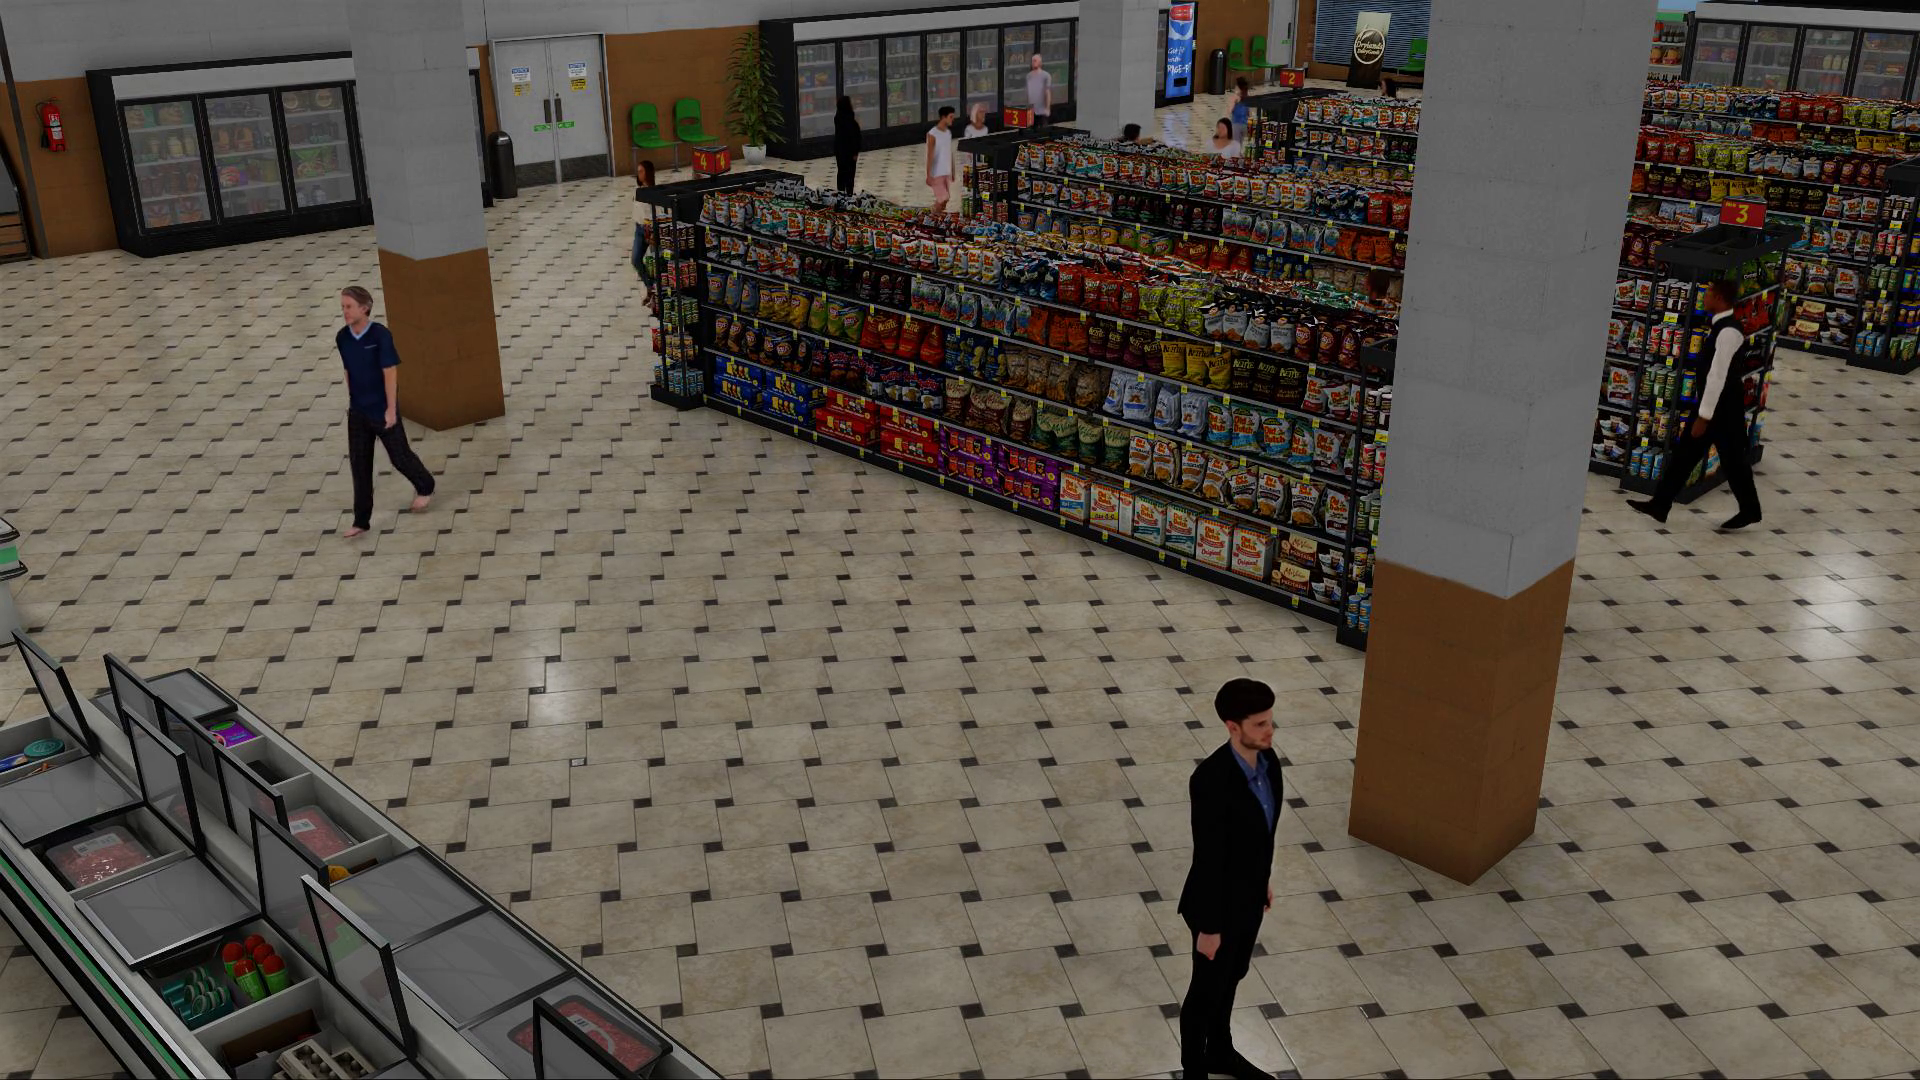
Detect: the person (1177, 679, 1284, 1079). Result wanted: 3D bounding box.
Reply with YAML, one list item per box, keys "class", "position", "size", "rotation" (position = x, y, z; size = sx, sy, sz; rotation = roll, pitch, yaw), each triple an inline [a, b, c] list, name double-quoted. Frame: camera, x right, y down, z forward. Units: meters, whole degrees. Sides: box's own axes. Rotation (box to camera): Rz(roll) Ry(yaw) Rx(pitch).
- class: "person"
  position: [1.054, 1.386, 6.528]
  size: [0.655, 1.893, 0.728]
  rotation: [15, 26, 33]

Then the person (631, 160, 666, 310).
- class: "person"
  position: [-3.461, -3.493, 18.966]
  size: [0.533, 1.675, 0.690]
  rotation: [20, 29, 40]

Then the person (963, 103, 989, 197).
- class: "person"
  position: [0.157, -5.168, 23.066]
  size: [0.631, 1.724, 0.890]
  rotation: [-17, 27, -36]

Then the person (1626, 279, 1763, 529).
- class: "person"
  position: [5.752, -0.962, 12.411]
  size: [1.358, 1.865, 1.167]
  rotation: [5, 22, 12]

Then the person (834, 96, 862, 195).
- class: "person"
  position: [-1.696, -5.777, 24.729]
  size: [0.737, 1.615, 0.606]
  rotation: [-15, 26, -33]

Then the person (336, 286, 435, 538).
- class: "person"
  position: [-4.339, -0.990, 12.528]
  size: [1.219, 1.829, 1.115]
  rotation: [6, 23, 14]

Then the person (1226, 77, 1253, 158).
- class: "person"
  position: [4.562, -6.664, 26.973]
  size: [0.719, 1.587, 0.929]
  rotation: [-13, 25, -28]

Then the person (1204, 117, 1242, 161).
- class: "person"
  position: [3.507, -4.826, 22.301]
  size: [0.823, 1.660, 0.861]
  rotation: [14, 26, 30]

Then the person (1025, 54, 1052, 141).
- class: "person"
  position: [1.370, -7.318, 28.286]
  size: [0.862, 1.823, 0.821]
  rotation: [14, 26, 32]

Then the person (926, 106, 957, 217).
- class: "person"
  position: [-0.337, -4.973, 22.542]
  size: [0.733, 1.754, 0.734]
  rotation: [16, 27, 34]
